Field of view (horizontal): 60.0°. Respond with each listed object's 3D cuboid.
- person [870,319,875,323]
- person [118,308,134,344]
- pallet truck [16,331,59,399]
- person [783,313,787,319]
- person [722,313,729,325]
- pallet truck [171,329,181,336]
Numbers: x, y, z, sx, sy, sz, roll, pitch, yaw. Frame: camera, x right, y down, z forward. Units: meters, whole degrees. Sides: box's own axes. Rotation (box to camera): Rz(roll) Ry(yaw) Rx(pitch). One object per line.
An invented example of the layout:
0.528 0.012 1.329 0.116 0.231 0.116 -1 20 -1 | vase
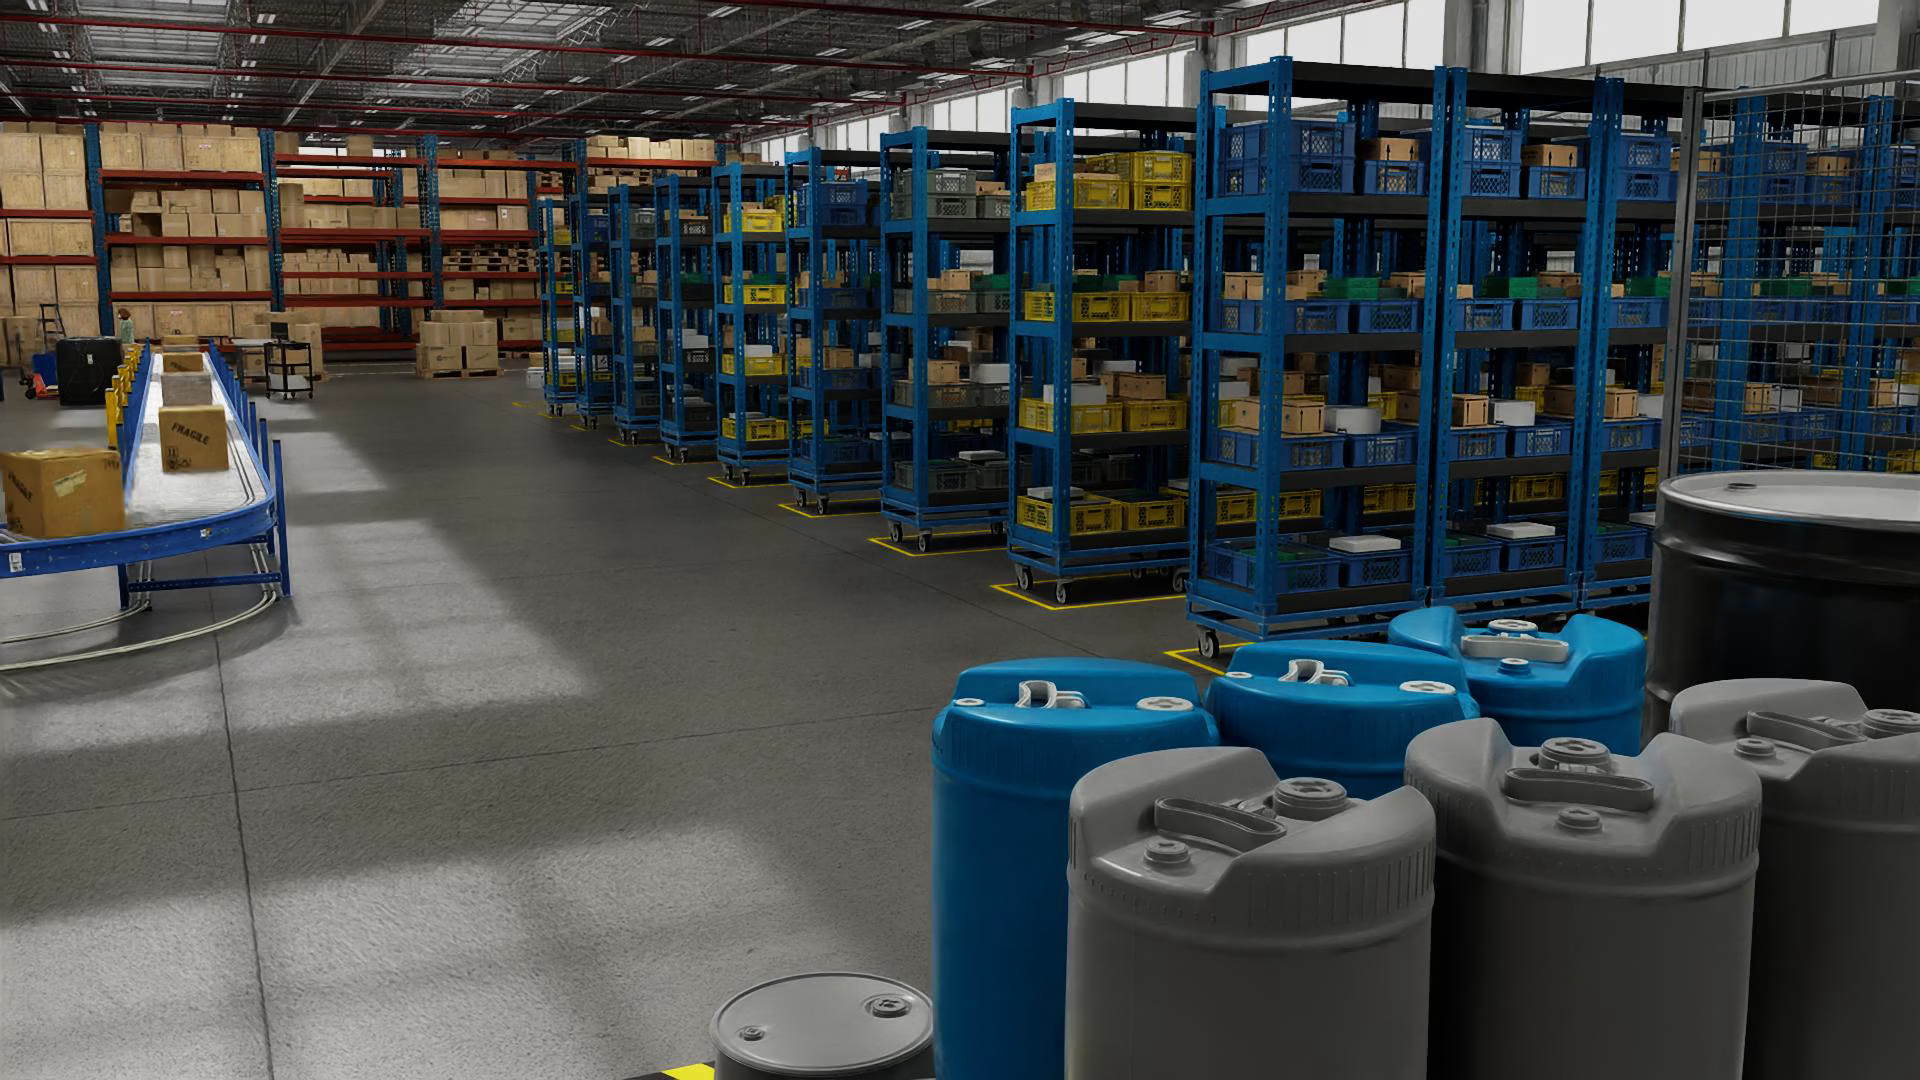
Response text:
-2.450 -6.245 48.420 0.493 1.720 0.661 1 9 5 | person
-18.446 -4.326 36.814 0.493 1.626 0.283 7 12 38 | person
-17.082 -3.353 31.781 1.630 1.274 0.653 -4 10 -25 | pallet truck
-3.261 -3.801 32.679 0.406 1.911 0.636 0 9 -2 | person
-6.365 -5.700 44.474 0.605 1.916 0.959 6 11 33 | person
-17.275 -3.851 35.096 1.601 1.201 0.680 0 9 1 | pallet truck
